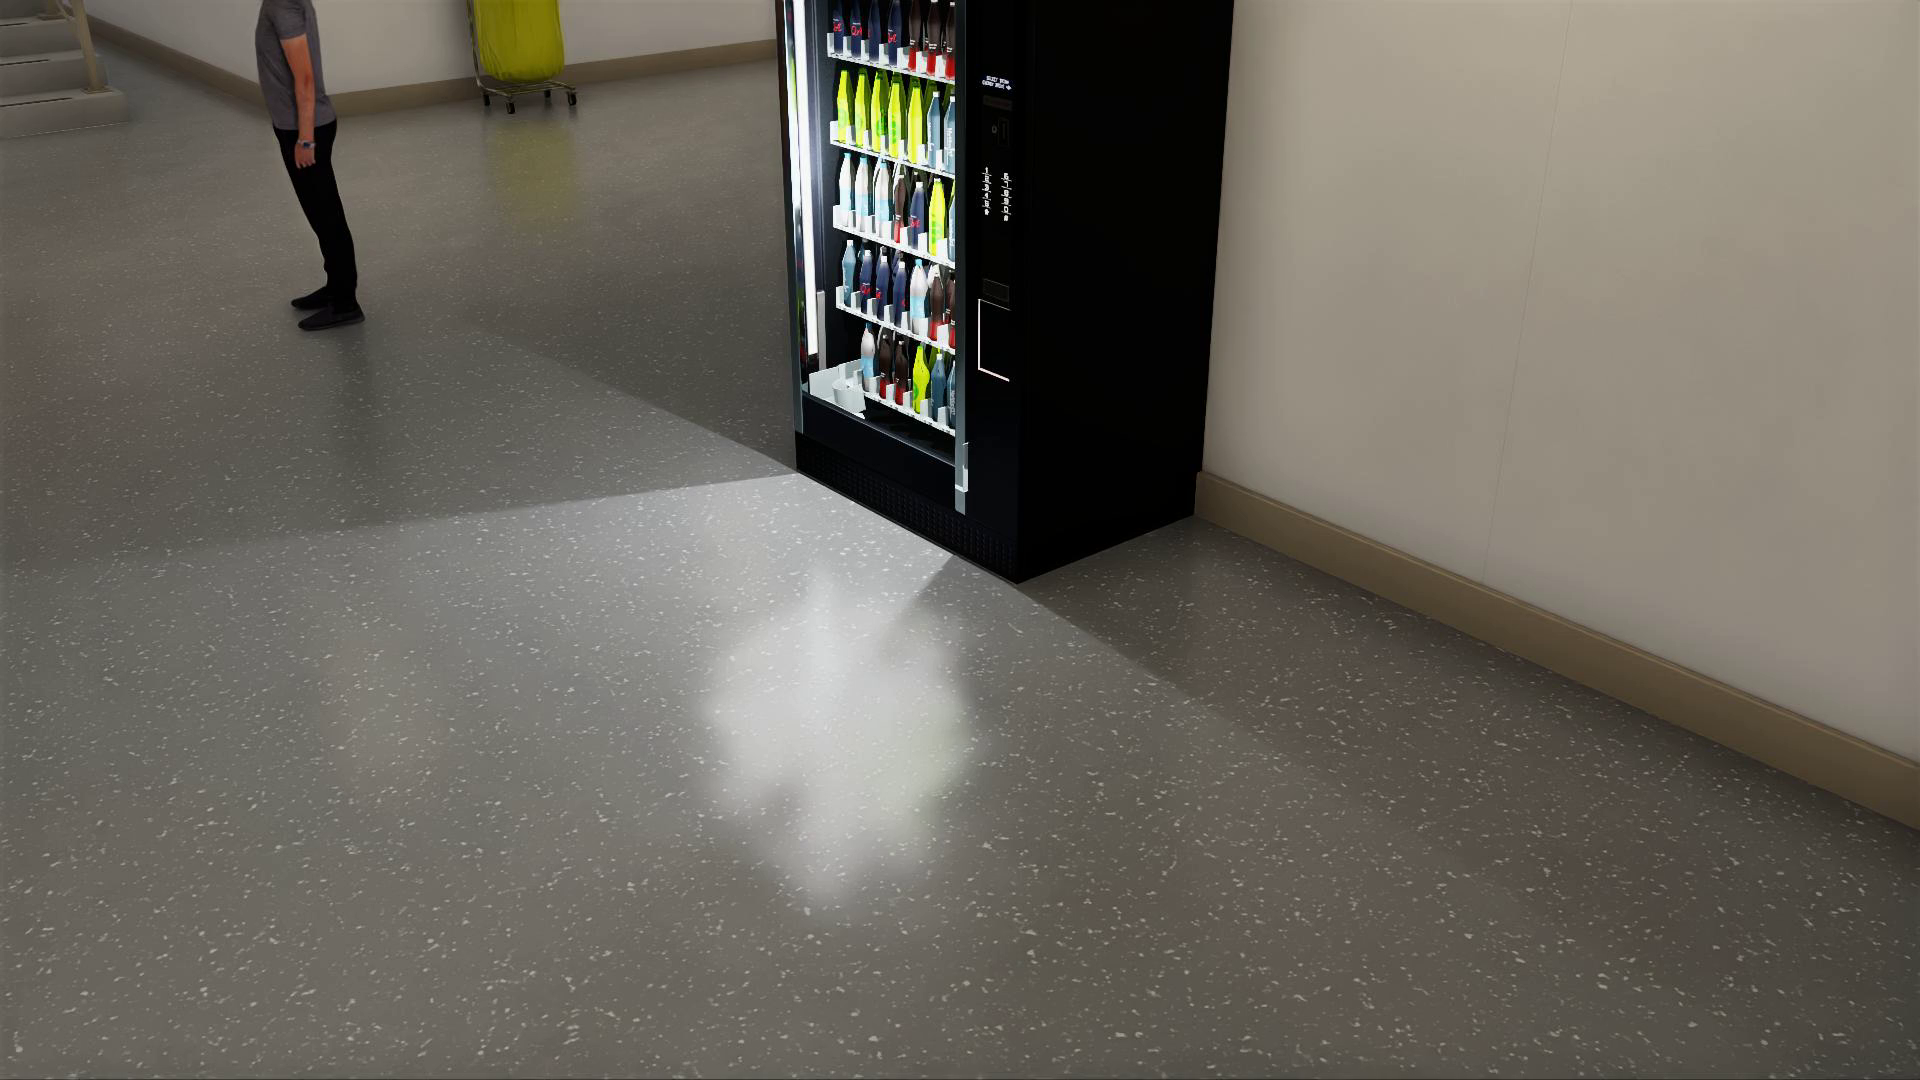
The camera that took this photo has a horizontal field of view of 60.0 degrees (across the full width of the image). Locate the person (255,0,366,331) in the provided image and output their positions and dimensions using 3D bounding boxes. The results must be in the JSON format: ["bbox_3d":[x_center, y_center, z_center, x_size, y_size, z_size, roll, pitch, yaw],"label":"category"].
[{"bbox_3d":[-2.891,-1.834,7.343,0.752,1.754,0.603,-10,27,-20],"label":"person"}]
